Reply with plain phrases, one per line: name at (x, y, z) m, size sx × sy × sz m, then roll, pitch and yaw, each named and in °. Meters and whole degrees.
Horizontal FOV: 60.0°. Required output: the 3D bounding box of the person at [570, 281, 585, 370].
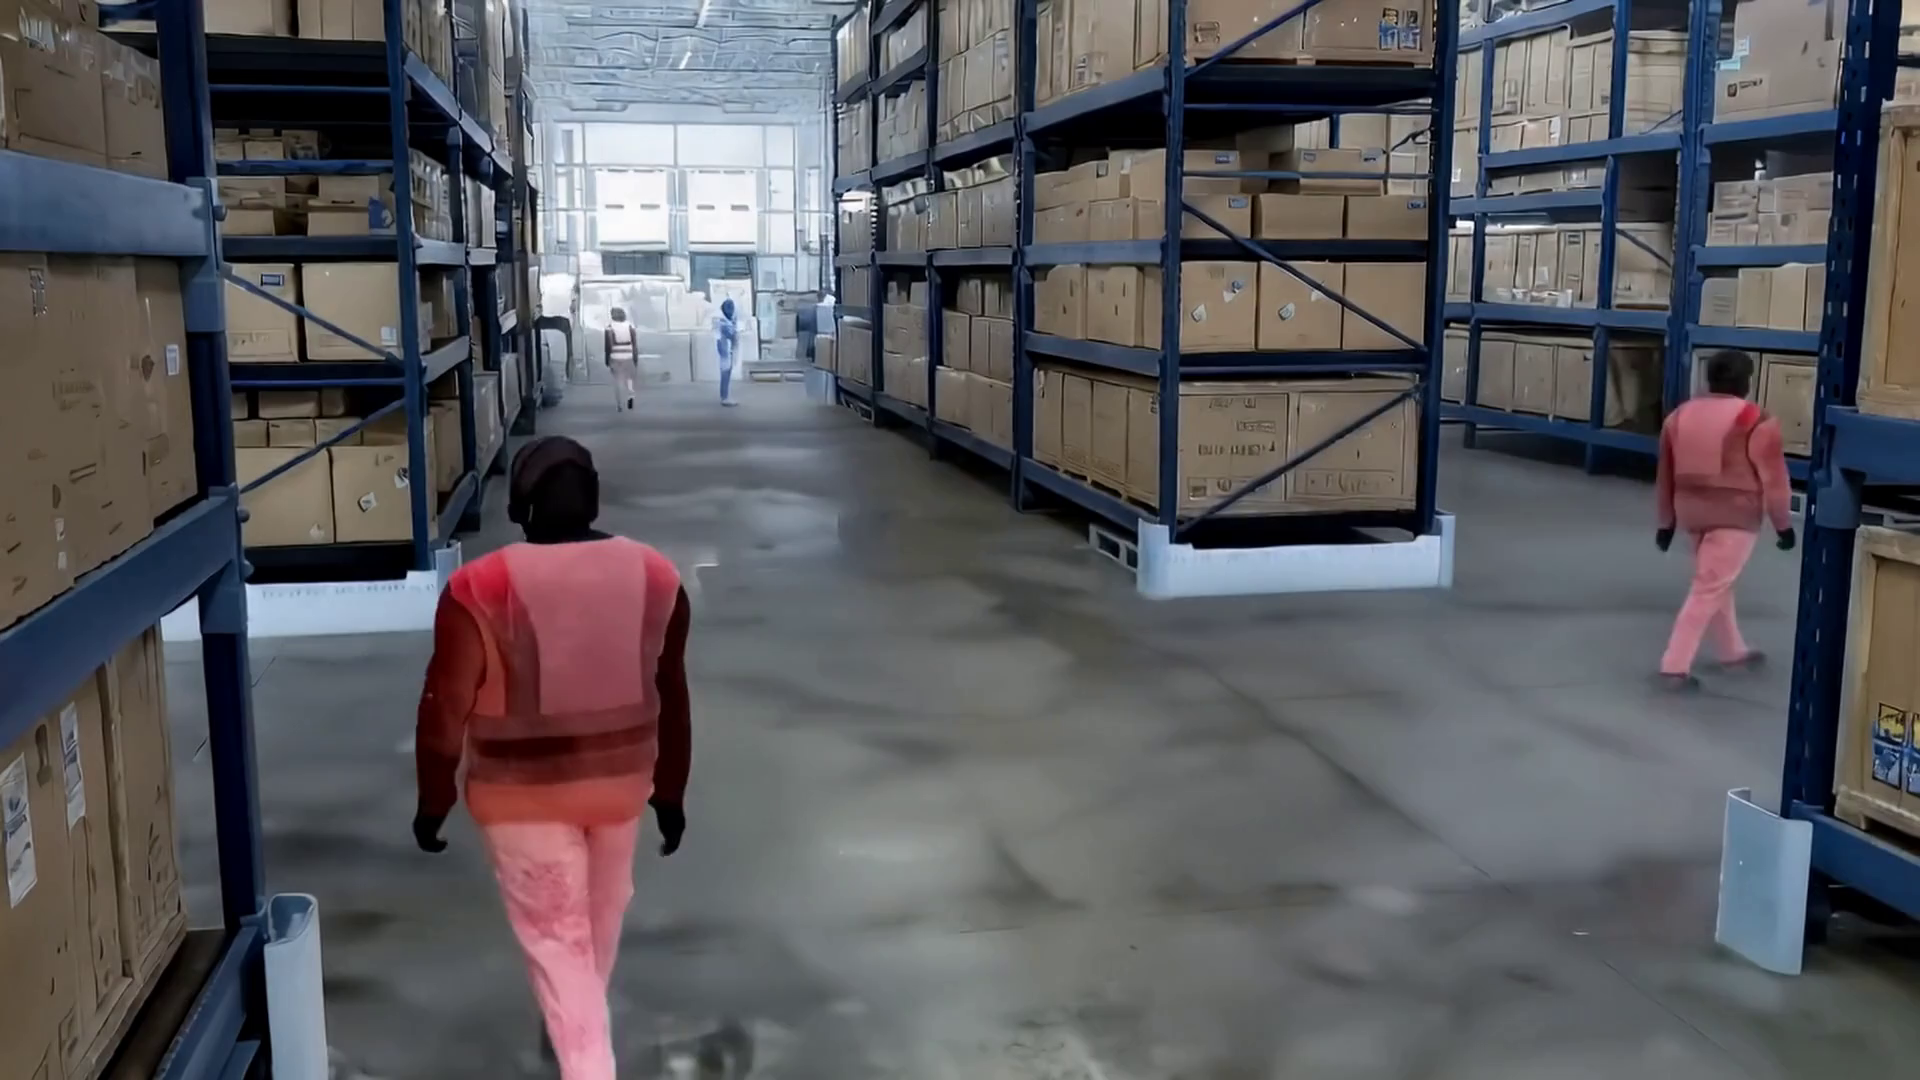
person at (-8.185, -4.601, 35.772) m, size 0.406 × 1.923 × 0.582 m, roll -4°, pitch 10°, yaw -24°

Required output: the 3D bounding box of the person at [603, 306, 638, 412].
person at (-5.221, -2.780, 25.583) m, size 0.538 × 1.620 × 0.390 m, roll -5°, pitch 10°, yaw -26°

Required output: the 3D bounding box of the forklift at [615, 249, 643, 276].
forklift at (-11.057, -8.346, 55.695) m, size 1.129 × 2.768 × 1.873 m, roll 3°, pitch 10°, yaw 16°

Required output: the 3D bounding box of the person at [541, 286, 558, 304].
person at (-14.516, -8.383, 58.820) m, size 0.593 × 1.925 × 0.384 m, roll -2°, pitch 9°, yaw -11°

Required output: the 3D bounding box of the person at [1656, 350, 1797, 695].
person at (4.003, -0.096, 8.747) m, size 0.983 × 1.794 × 0.616 m, roll -5°, pitch 10°, yaw -27°

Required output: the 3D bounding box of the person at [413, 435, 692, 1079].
person at (-1.057, 0.631, 4.239) m, size 0.646 × 1.796 × 0.920 m, roll -7°, pitch 11°, yaw -35°

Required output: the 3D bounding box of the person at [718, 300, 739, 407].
person at (-3.702, -2.972, 26.538) m, size 0.316 × 1.696 × 0.542 m, roll -2°, pitch 10°, yaw -12°

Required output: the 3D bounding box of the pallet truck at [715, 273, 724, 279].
pallet truck at (-8.580, -8.986, 62.280) m, size 1.885 × 1.965 × 0.823 m, roll 1°, pitch 9°, yaw 5°
